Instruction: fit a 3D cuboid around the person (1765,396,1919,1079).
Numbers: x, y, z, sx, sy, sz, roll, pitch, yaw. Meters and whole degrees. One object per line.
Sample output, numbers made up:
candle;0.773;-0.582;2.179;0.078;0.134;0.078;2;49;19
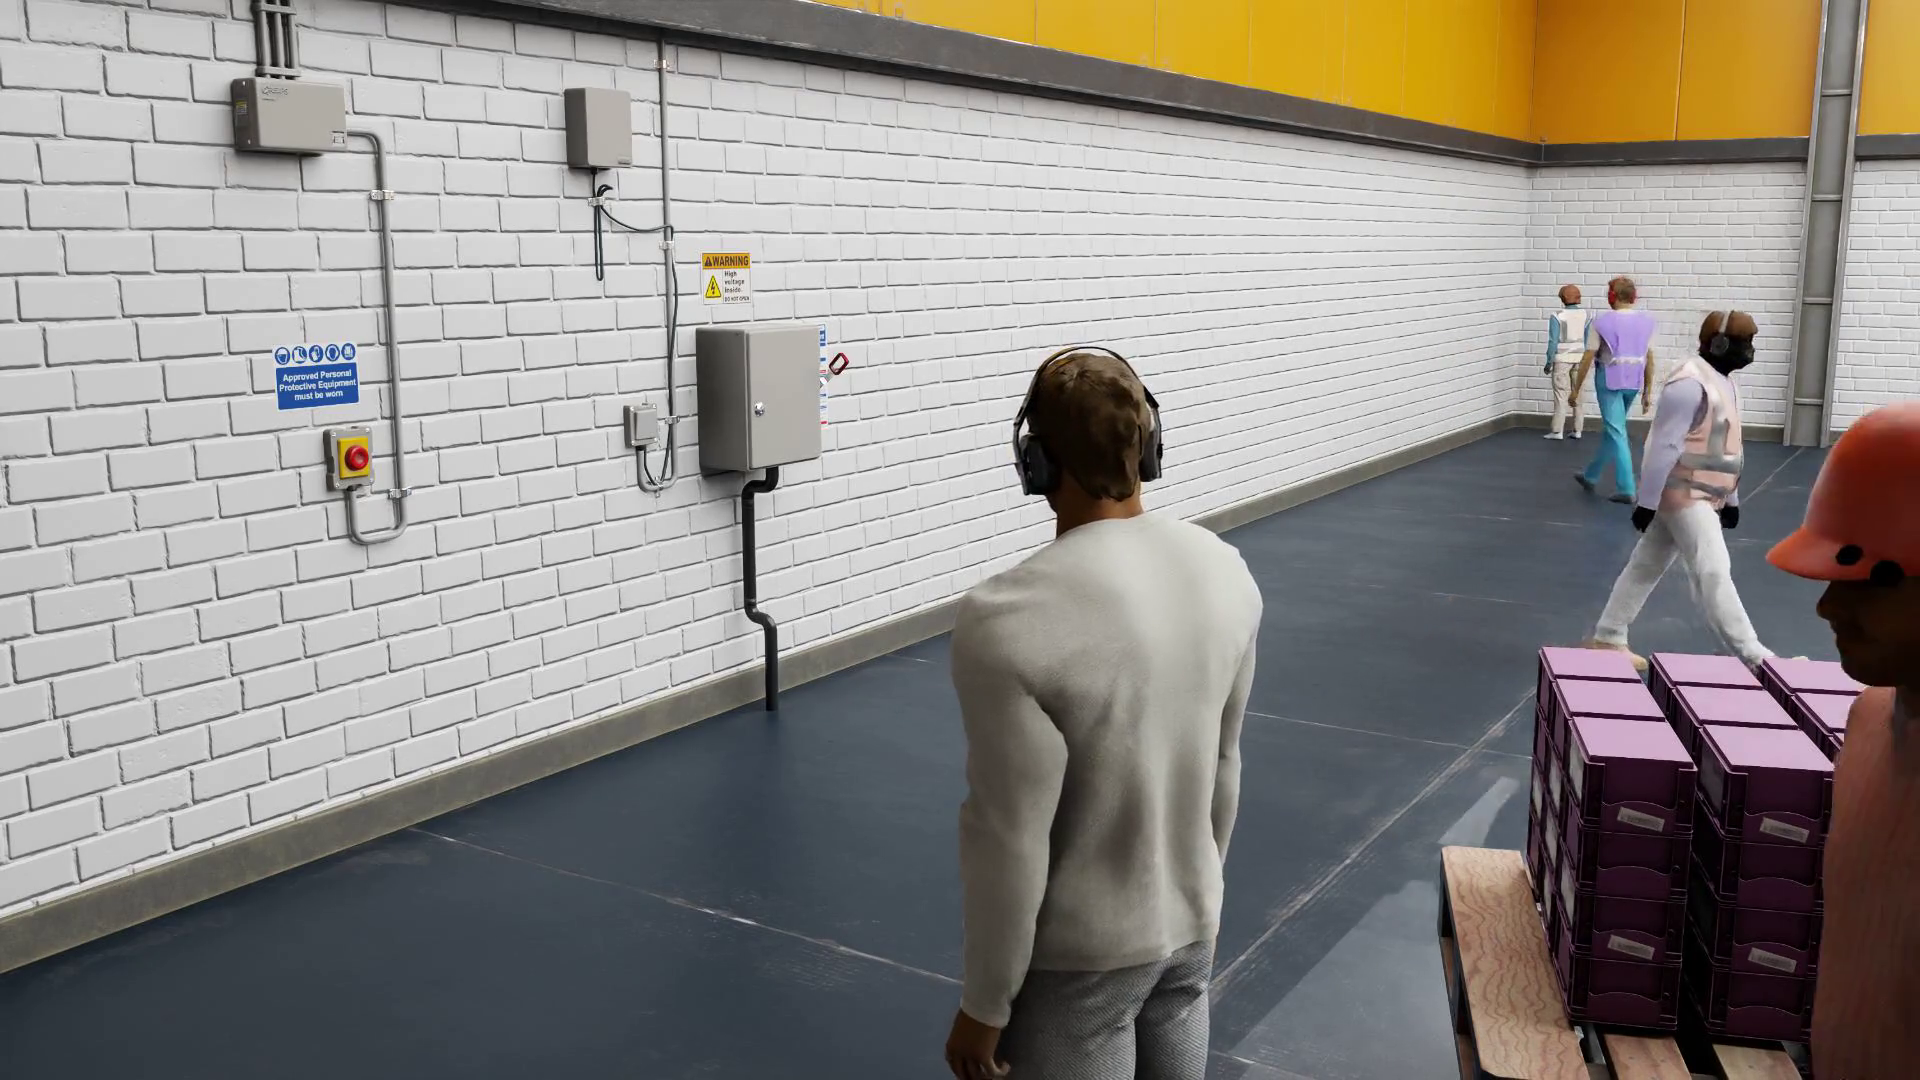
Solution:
person;1.276;0.795;1.949;0.960;1.947;0.637;1;10;3

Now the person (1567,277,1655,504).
person;5.276;-1.226;13.521;0.594;1.794;0.946;-3;11;-16

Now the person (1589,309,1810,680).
person;3.528;-0.199;7.898;1.055;1.771;0.649;8;13;36

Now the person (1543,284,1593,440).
person;6.395;-1.862;17.499;0.514;1.640;0.310;-3;11;-15

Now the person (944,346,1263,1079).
person;0.223;0.658;2.716;0.629;1.937;0.379;-9;14;-42
